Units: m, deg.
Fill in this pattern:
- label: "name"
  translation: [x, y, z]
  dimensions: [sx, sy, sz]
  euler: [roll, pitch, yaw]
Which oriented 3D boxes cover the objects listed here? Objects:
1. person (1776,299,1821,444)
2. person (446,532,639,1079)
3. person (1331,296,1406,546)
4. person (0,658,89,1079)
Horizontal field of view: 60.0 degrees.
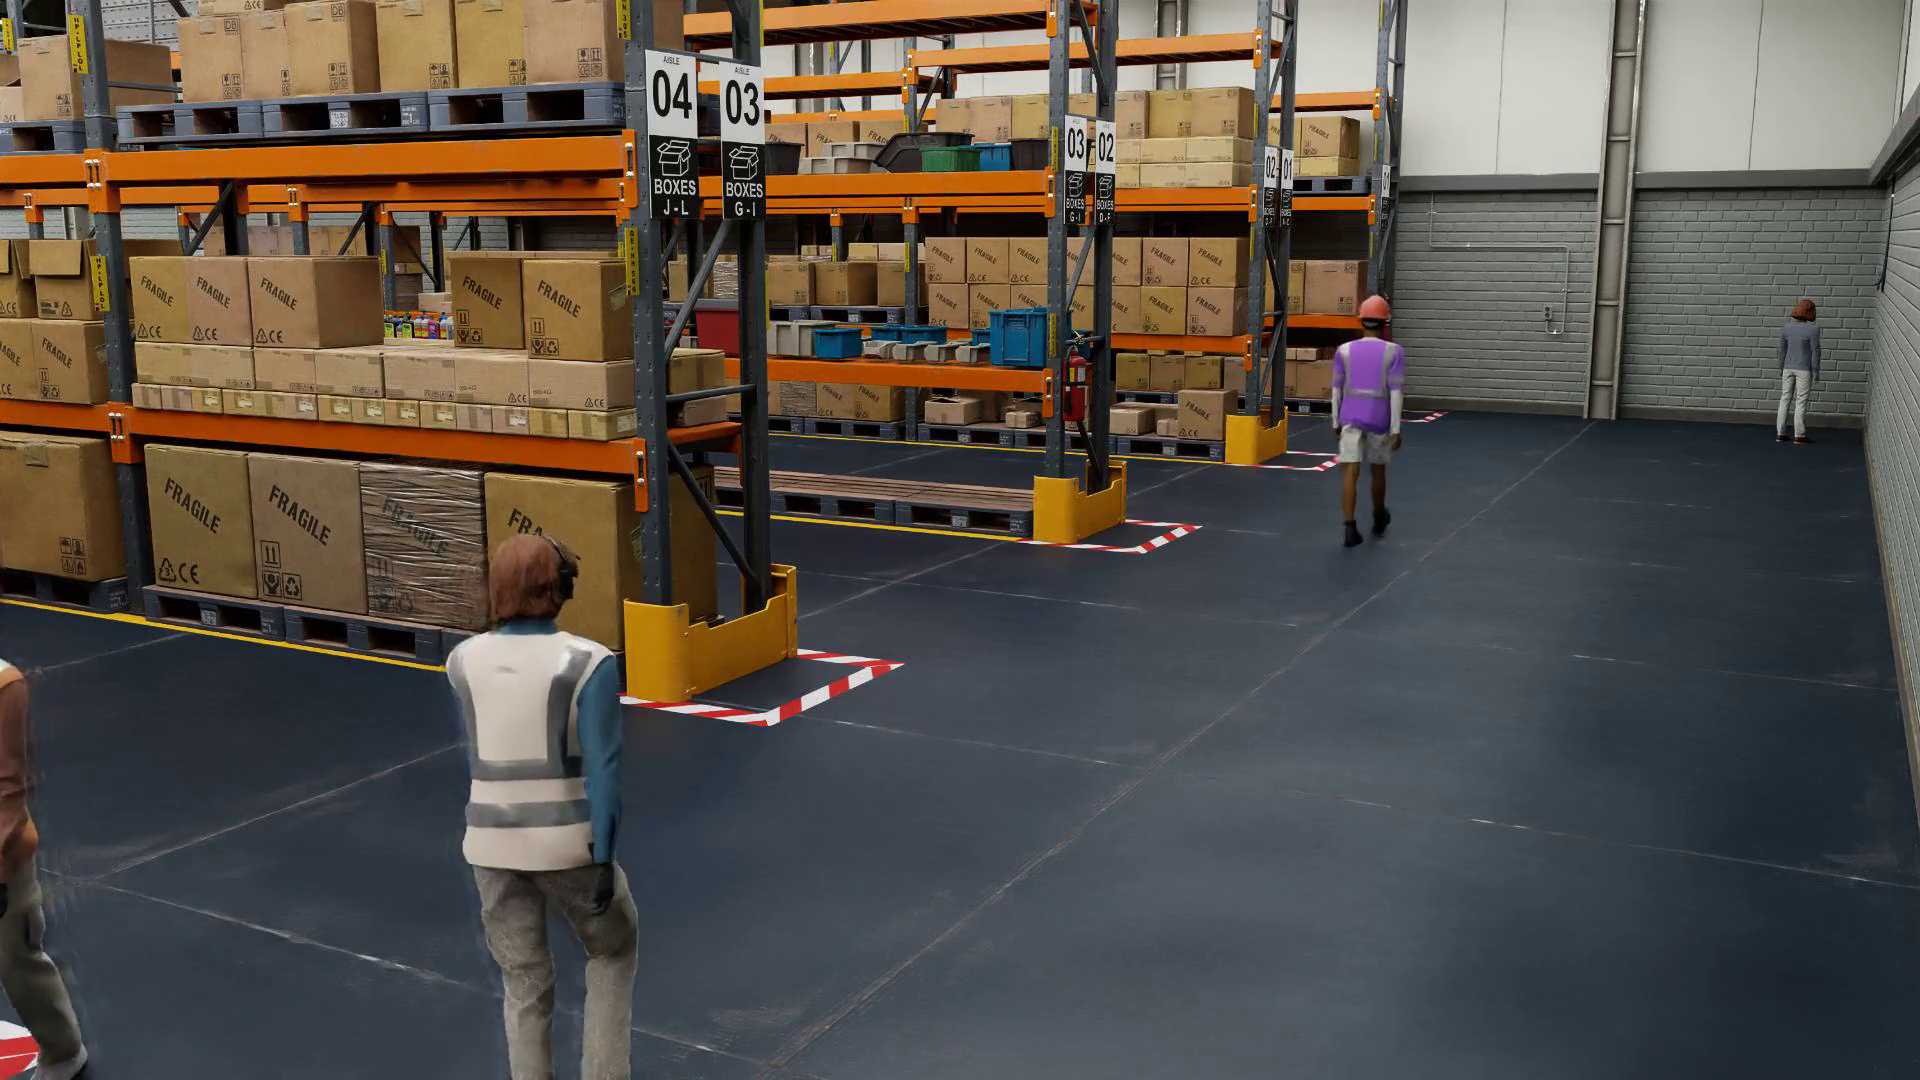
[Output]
- label: "person"
  translation: [9.521, -1.910, 18.872]
  dimensions: [0.271, 1.632, 0.508]
  euler: [-5, 12, -25]
- label: "person"
  translation: [-1.063, 0.796, 4.180]
  dimensions: [0.530, 1.604, 0.505]
  euler: [2, 11, 13]
- label: "person"
  translation: [3.151, -0.930, 12.829]
  dimensions: [0.565, 1.882, 0.975]
  euler: [5, 11, 25]
- label: "person"
  translation: [-2.543, 0.798, 4.192]
  dimensions: [0.532, 1.594, 0.793]
  euler: [0, 10, 2]
